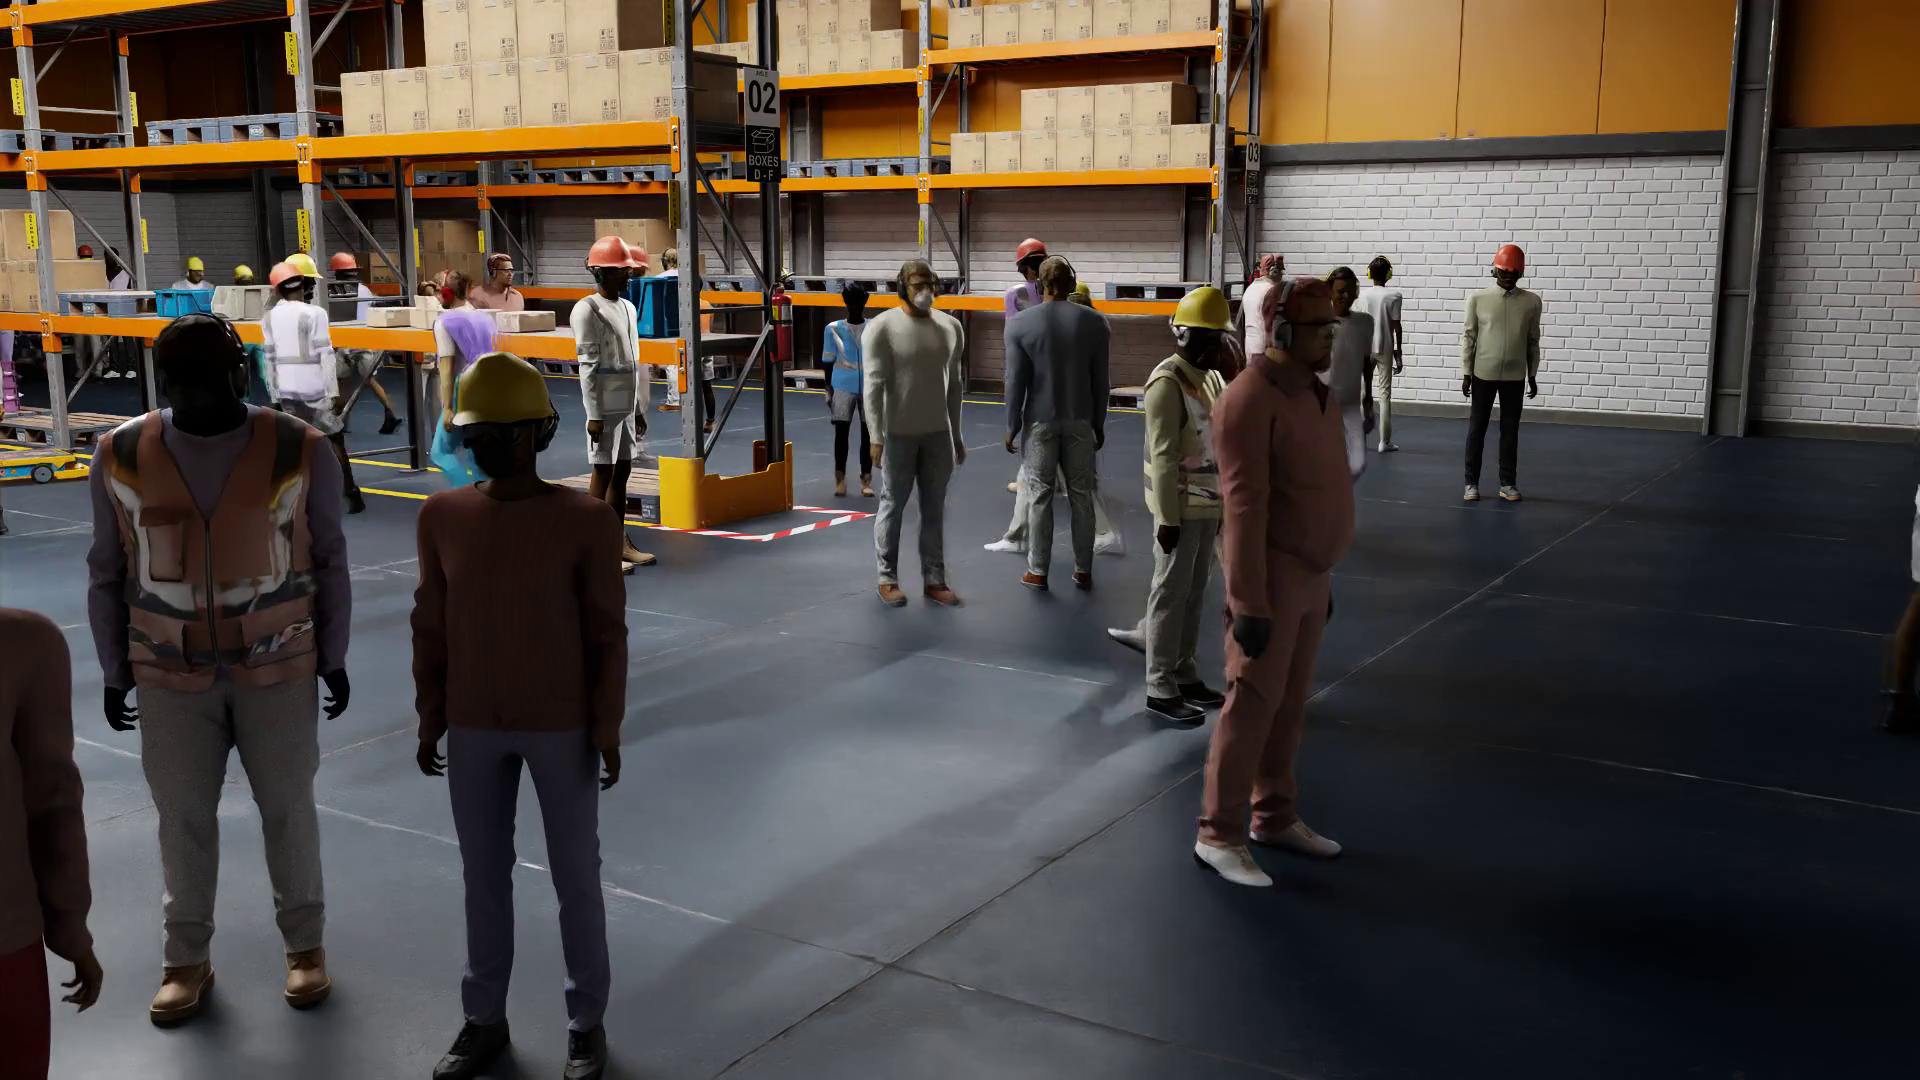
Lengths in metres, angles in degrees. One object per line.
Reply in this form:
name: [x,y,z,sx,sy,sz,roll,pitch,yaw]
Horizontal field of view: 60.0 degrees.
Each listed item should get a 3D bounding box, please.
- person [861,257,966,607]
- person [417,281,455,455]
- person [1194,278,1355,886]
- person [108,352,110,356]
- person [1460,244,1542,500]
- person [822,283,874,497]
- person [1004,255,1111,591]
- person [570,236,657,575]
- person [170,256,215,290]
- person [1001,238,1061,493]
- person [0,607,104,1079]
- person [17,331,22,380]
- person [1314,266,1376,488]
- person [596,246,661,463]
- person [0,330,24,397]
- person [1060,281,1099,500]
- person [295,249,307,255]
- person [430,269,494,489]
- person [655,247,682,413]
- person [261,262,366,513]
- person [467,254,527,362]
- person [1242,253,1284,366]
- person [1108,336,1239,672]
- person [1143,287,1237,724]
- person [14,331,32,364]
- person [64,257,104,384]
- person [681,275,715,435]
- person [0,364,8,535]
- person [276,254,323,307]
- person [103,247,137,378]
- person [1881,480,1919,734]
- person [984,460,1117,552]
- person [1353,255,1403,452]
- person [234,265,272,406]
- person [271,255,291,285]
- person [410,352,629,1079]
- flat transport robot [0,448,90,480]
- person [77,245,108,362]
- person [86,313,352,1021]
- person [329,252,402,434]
person: [-0.247,-0.594,9.222,0.636,1.937,0.364,-6,12,-30]
person: [-5.036,-1.631,15.777,0.315,1.641,0.515,8,13,36]
person: [1.017,0.138,5.324,0.471,1.923,0.666,6,12,32]
person: [-14.958,-3.965,28.728,0.278,1.631,0.507,8,13,39]
person: [4.204,-1.294,12.947,0.608,1.989,0.386,0,10,2]
person: [-0.804,-1.176,13.117,0.552,1.690,0.387,-2,10,-10]
person: [0.556,-0.667,9.620,0.627,1.936,0.375,-1,10,-8]
person: [-2.101,-0.816,10.147,0.370,2.044,0.608,3,11,16]
person: [-10.352,-2.927,22.495,0.590,1.805,0.766,-8,13,-38]
person: [0.587,-1.375,13.277,0.606,2.033,0.403,-6,12,-32]
person: [-1.644,0.676,2.646,0.526,1.768,0.331,-10,14,-44]
person: [-13.526,-3.017,23.533,0.824,1.592,0.526,4,11,22]
person: [2.504,-0.878,11.000,0.559,1.854,0.418,-2,10,-12]
person: [-3.040,-1.653,15.038,0.693,1.954,0.458,-8,13,-38]
person: [-12.348,-2.757,21.297,0.409,1.903,0.639,6,12,29]
person: [0.936,-1.184,13.130,0.387,1.697,0.615,3,11,19]
person: [-10.006,-3.493,25.429,0.356,1.883,0.574,6,12,31]
person: [-3.371,-0.922,11.346,0.460,1.820,0.630,3,11,16]
person: [-3.354,-2.455,19.518,0.374,1.939,0.629,9,13,39]
person: [-4.777,-1.091,12.203,0.626,1.866,0.660,4,11,22]
person: [-4.094,-1.596,14.887,0.401,1.901,0.641,7,12,33]
person: [2.934,-1.776,15.887,0.399,1.897,0.647,-2,11,-14]
person: [1.119,-0.159,7.765,0.852,1.591,0.506,2,10,11]
person: [0.986,-0.152,7.057,0.403,1.828,0.597,5,12,27]
person: [-15.699,-3.876,27.108,0.930,2.000,0.698,-1,10,-5]
person: [-12.329,-3.069,23.358,0.740,1.781,0.429,1,10,3]
person: [-2.739,-1.926,17.248,0.317,1.697,0.540,4,11,23]
person: [-6.815,-0.972,11.304,0.551,1.935,0.372,-8,13,-39]
person: [-5.098,-1.248,12.891,0.396,1.918,0.588,-4,11,-20]
person: [-12.411,-3.342,24.495,0.594,1.917,0.388,0,10,3]
person: [4.173,-0.123,6.672,0.778,1.911,0.570,0,10,0]
person: [0.618,-0.694,10.718,0.849,1.594,0.517,3,11,18]
person: [4.002,-1.780,15.956,0.514,1.876,0.328,6,12,30]
person: [-8.051,-2.237,18.887,0.634,1.769,0.542,10,14,43]
person: [-10.166,-3.424,25.281,0.659,1.788,0.934,-2,10,-9]
person: [-1.046,0.439,3.958,0.524,1.770,0.315,1,10,6]
flat transport robot: [-8.074,-0.596,13.838,1.431,0.197,0.652,-9,14,-41]
person: [-14.485,-3.930,27.689,0.361,1.939,0.543,9,14,41]
person: [-1.917,0.333,4.345,0.633,1.839,0.429,-3,11,-16]
person: [-6.277,-2.044,17.363,0.909,1.907,0.545,6,12,28]
